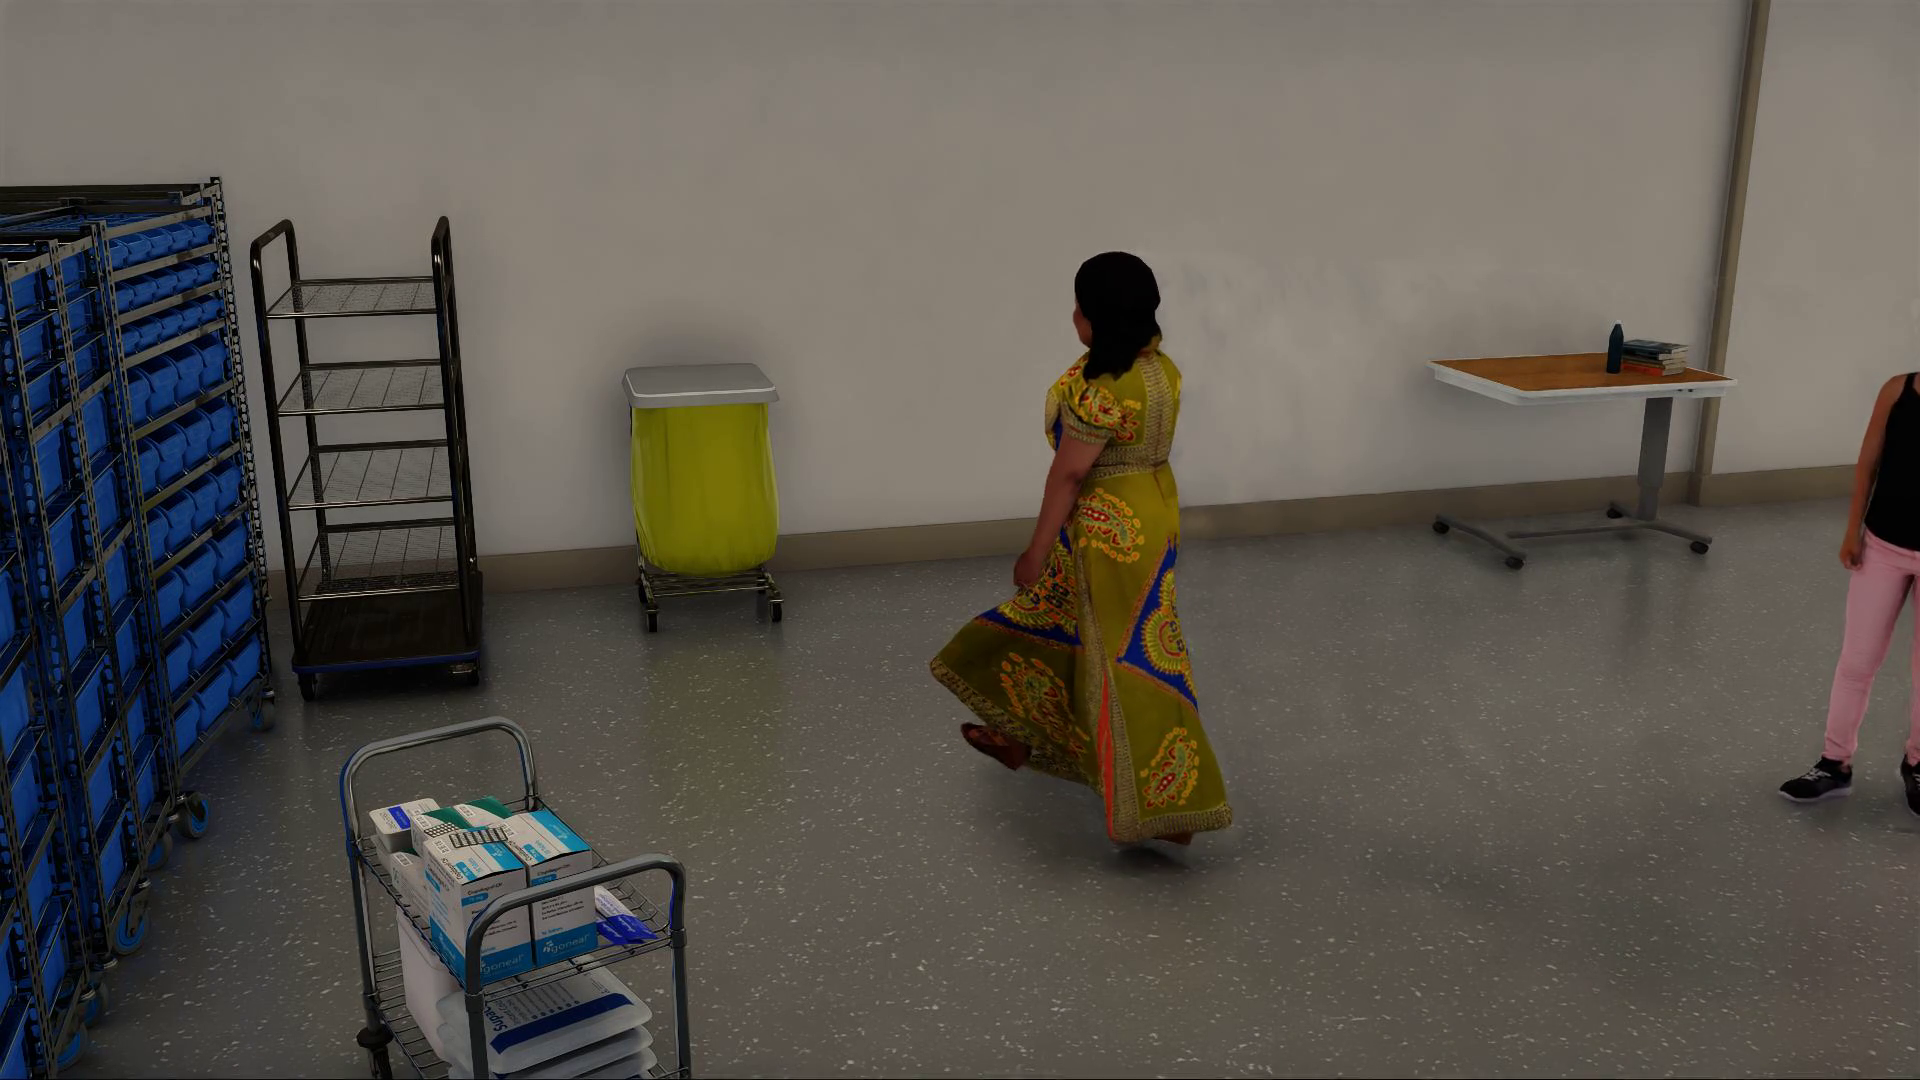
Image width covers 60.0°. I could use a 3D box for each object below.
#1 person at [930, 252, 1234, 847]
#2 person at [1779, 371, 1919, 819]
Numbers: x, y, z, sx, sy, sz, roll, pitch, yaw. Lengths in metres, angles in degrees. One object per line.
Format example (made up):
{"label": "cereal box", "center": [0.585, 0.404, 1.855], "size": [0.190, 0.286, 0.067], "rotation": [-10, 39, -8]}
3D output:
{"label": "person", "center": [0.503, 0.063, 4.555], "size": [1.347, 1.624, 1.258], "rotation": [8, 18, 26]}
{"label": "person", "center": [2.734, 0.036, 4.776], "size": [0.725, 1.557, 0.773], "rotation": [15, 22, 43]}
